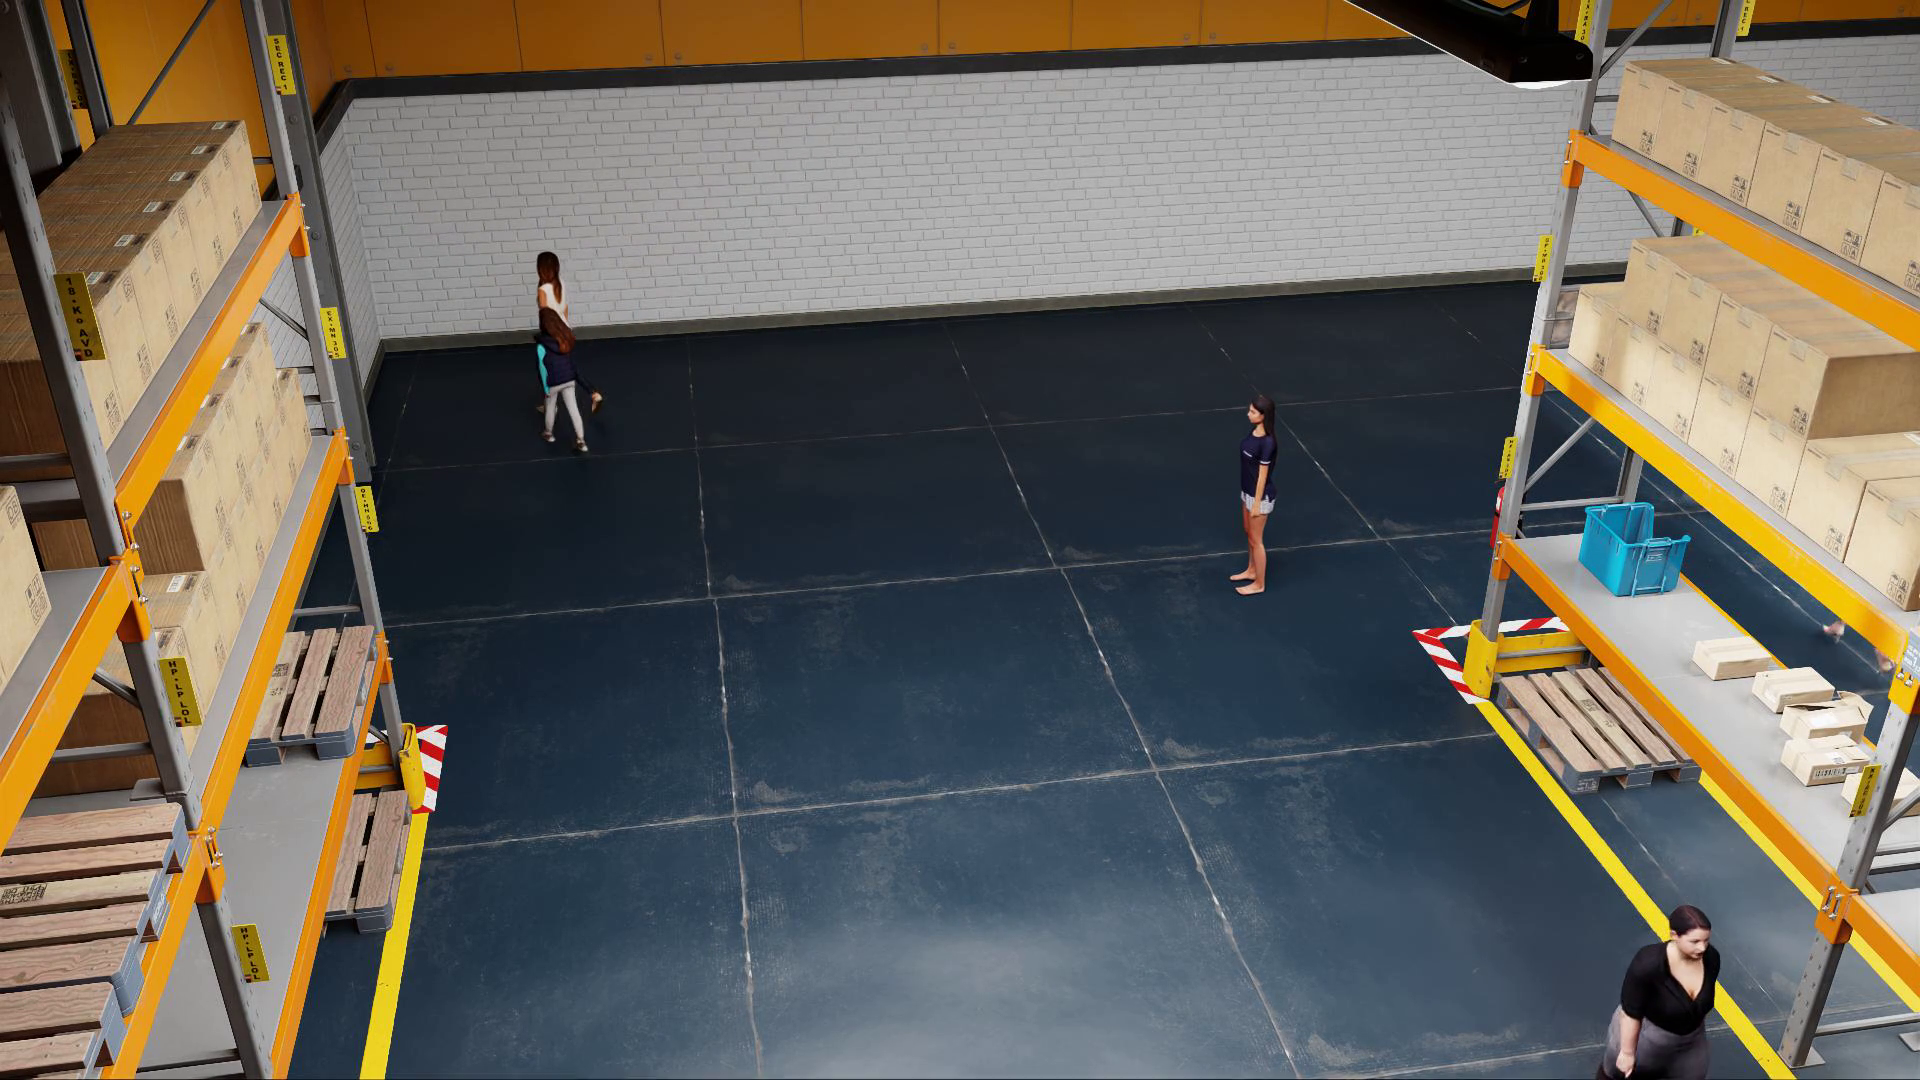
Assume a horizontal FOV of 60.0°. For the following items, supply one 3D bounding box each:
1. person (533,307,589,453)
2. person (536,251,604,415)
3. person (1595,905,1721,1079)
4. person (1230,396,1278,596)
[{"bbox_3d":[-3.872,-1.545,16.263,0.887,1.471,1.033,-25,37,-38],"label":"person"},{"bbox_3d":[-4.029,-2.051,16.887,1.009,1.761,1.041,12,31,20],"label":"person"},{"bbox_3d":[3.526,2.512,8.565,0.676,1.721,1.025,-4,29,-8],"label":"person"},{"bbox_3d":[2.479,-0.383,13.827,0.668,1.764,0.517,0,29,0],"label":"person"}]
